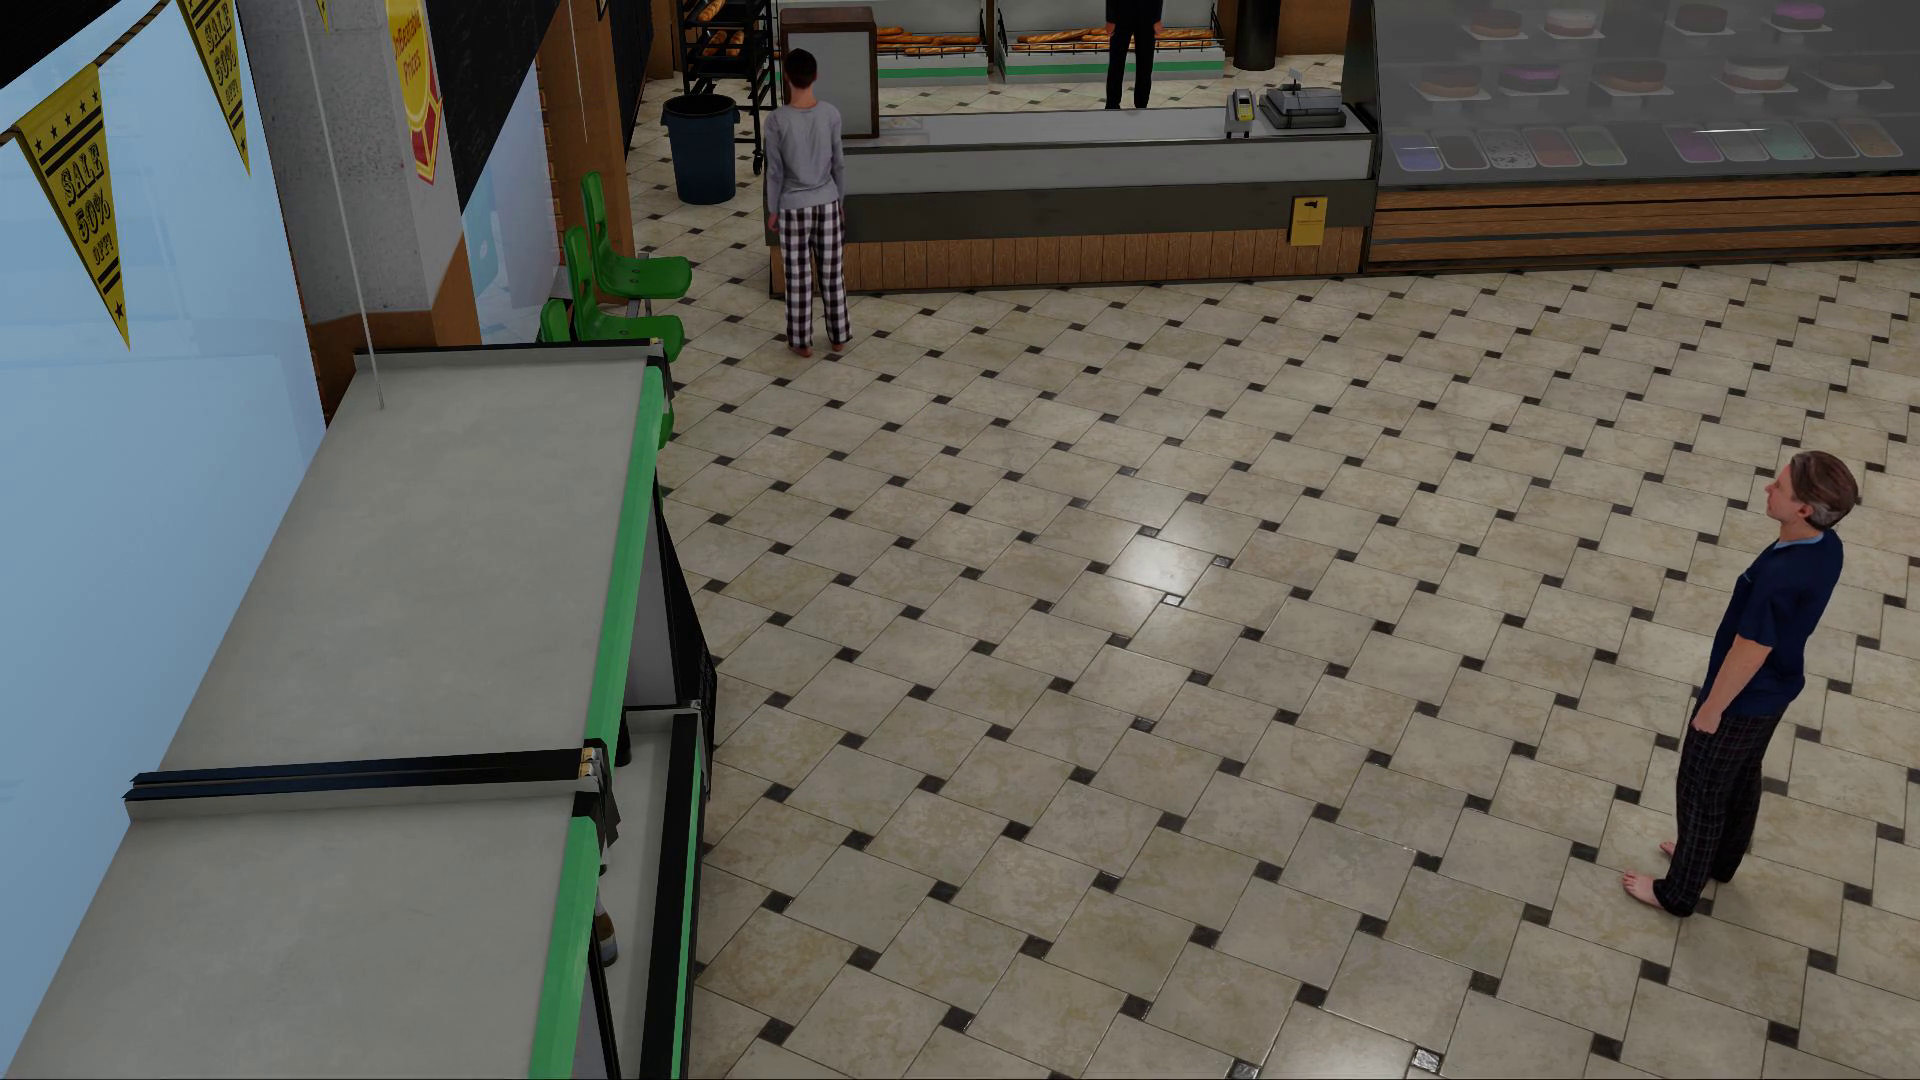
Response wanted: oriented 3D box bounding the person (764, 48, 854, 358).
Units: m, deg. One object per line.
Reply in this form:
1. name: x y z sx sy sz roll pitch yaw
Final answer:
1. person: -0.891 -1.973 9.844 0.674 1.847 0.619 -10 33 -16

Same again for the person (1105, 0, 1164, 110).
1. person: 1.415 -4.249 13.479 0.615 1.871 0.570 -3 32 -5

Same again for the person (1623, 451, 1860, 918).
1. person: 2.788 0.516 5.820 0.795 1.872 0.748 26 40 35
